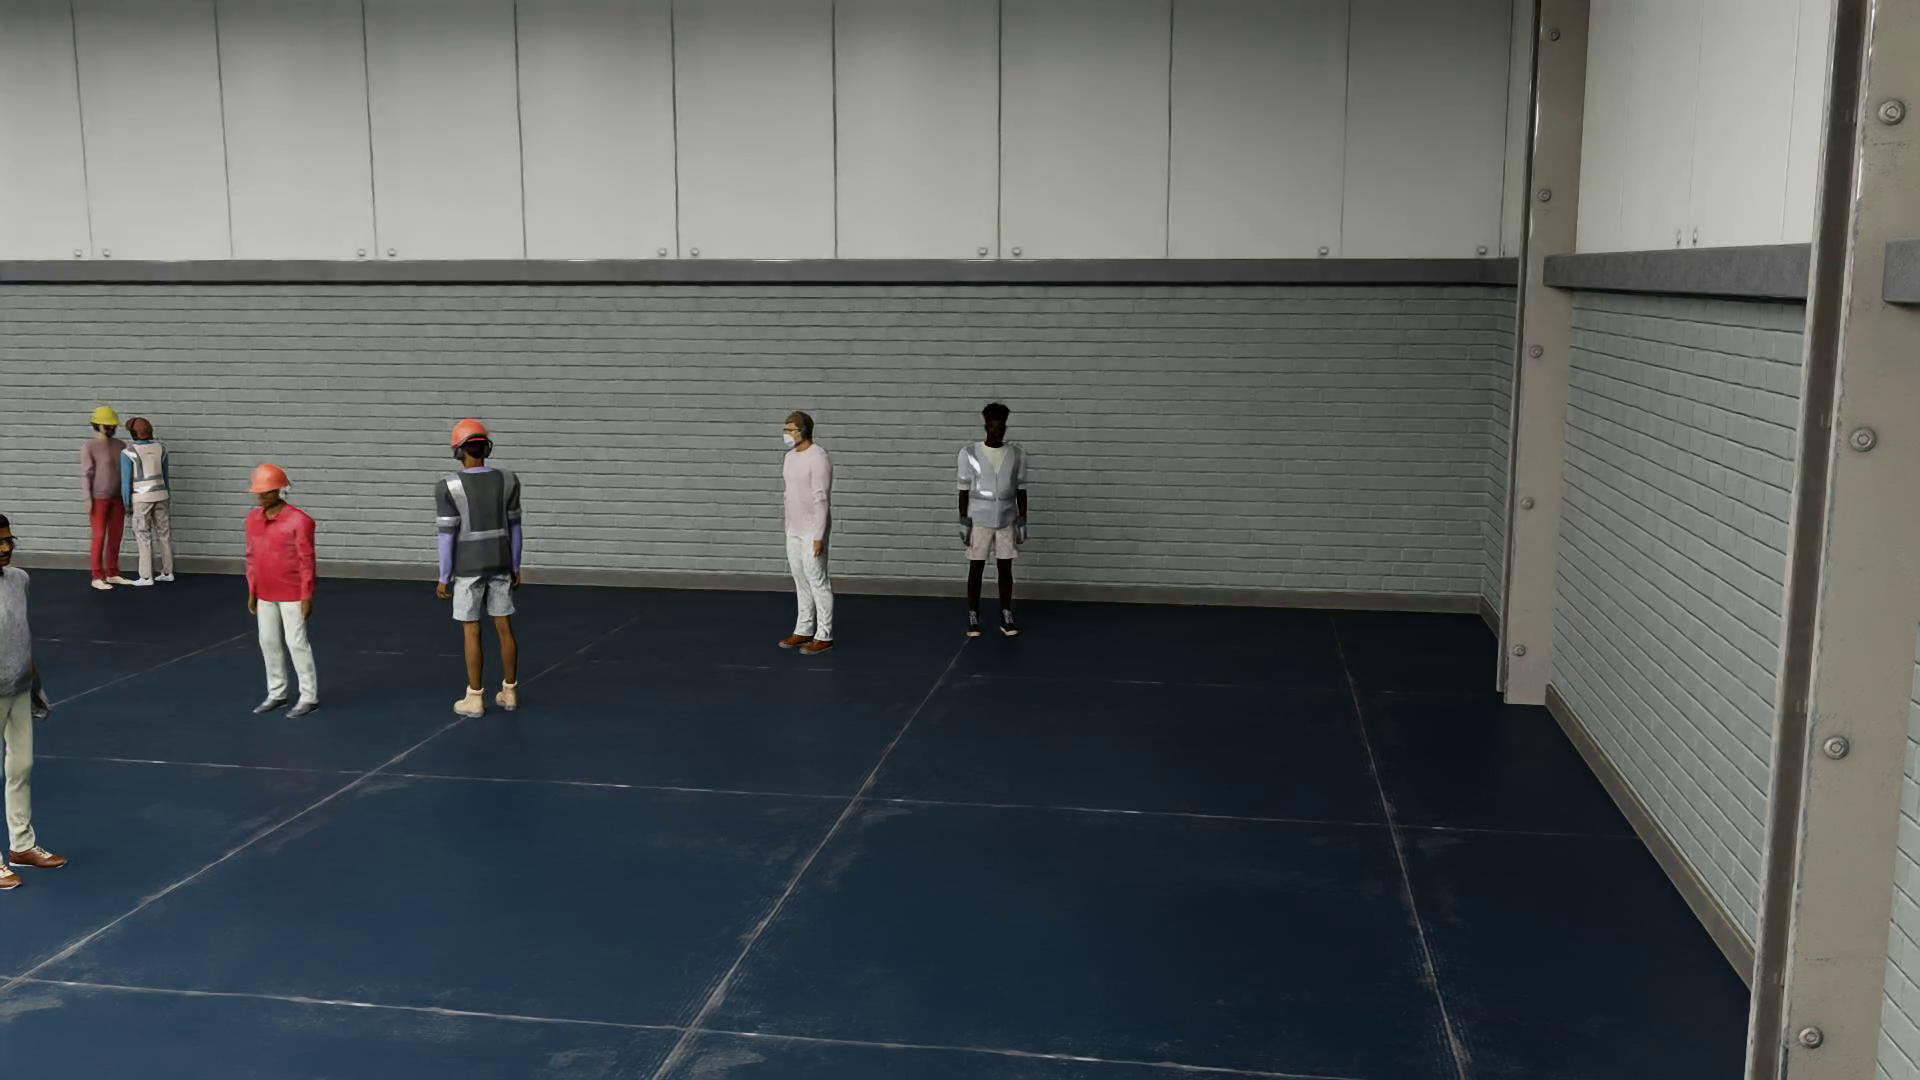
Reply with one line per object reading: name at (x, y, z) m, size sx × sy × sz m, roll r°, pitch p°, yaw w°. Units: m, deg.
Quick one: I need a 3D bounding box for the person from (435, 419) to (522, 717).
person at (-3.286, 0.190, 11.350) m, size 0.605 × 2.034 × 0.389 m, roll -8°, pitch 12°, yaw -40°

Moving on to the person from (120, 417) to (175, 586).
person at (-7.843, -0.371, 16.050) m, size 0.316 × 1.629 × 0.507 m, roll 5°, pitch 10°, yaw 27°

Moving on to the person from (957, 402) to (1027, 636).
person at (0.271, -0.168, 13.796) m, size 0.607 × 1.958 × 0.385 m, roll -2°, pitch 9°, yaw -12°

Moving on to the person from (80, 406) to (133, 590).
person at (-8.125, -0.404, 15.872) m, size 0.354 × 1.758 × 0.533 m, roll 3°, pitch 10°, yaw 15°

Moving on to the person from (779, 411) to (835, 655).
person at (-1.221, -0.063, 13.226) m, size 0.383 × 1.934 × 0.633 m, roll -6°, pitch 11°, yaw -33°

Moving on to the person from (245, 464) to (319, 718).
person at (-4.628, 0.343, 11.305) m, size 0.575 × 1.740 × 0.353 m, roll 4°, pitch 10°, yaw 22°

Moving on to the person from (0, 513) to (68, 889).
person at (-4.742, 0.774, 8.251) m, size 0.316 × 1.870 × 0.532 m, roll 2°, pitch 9°, yaw 13°
